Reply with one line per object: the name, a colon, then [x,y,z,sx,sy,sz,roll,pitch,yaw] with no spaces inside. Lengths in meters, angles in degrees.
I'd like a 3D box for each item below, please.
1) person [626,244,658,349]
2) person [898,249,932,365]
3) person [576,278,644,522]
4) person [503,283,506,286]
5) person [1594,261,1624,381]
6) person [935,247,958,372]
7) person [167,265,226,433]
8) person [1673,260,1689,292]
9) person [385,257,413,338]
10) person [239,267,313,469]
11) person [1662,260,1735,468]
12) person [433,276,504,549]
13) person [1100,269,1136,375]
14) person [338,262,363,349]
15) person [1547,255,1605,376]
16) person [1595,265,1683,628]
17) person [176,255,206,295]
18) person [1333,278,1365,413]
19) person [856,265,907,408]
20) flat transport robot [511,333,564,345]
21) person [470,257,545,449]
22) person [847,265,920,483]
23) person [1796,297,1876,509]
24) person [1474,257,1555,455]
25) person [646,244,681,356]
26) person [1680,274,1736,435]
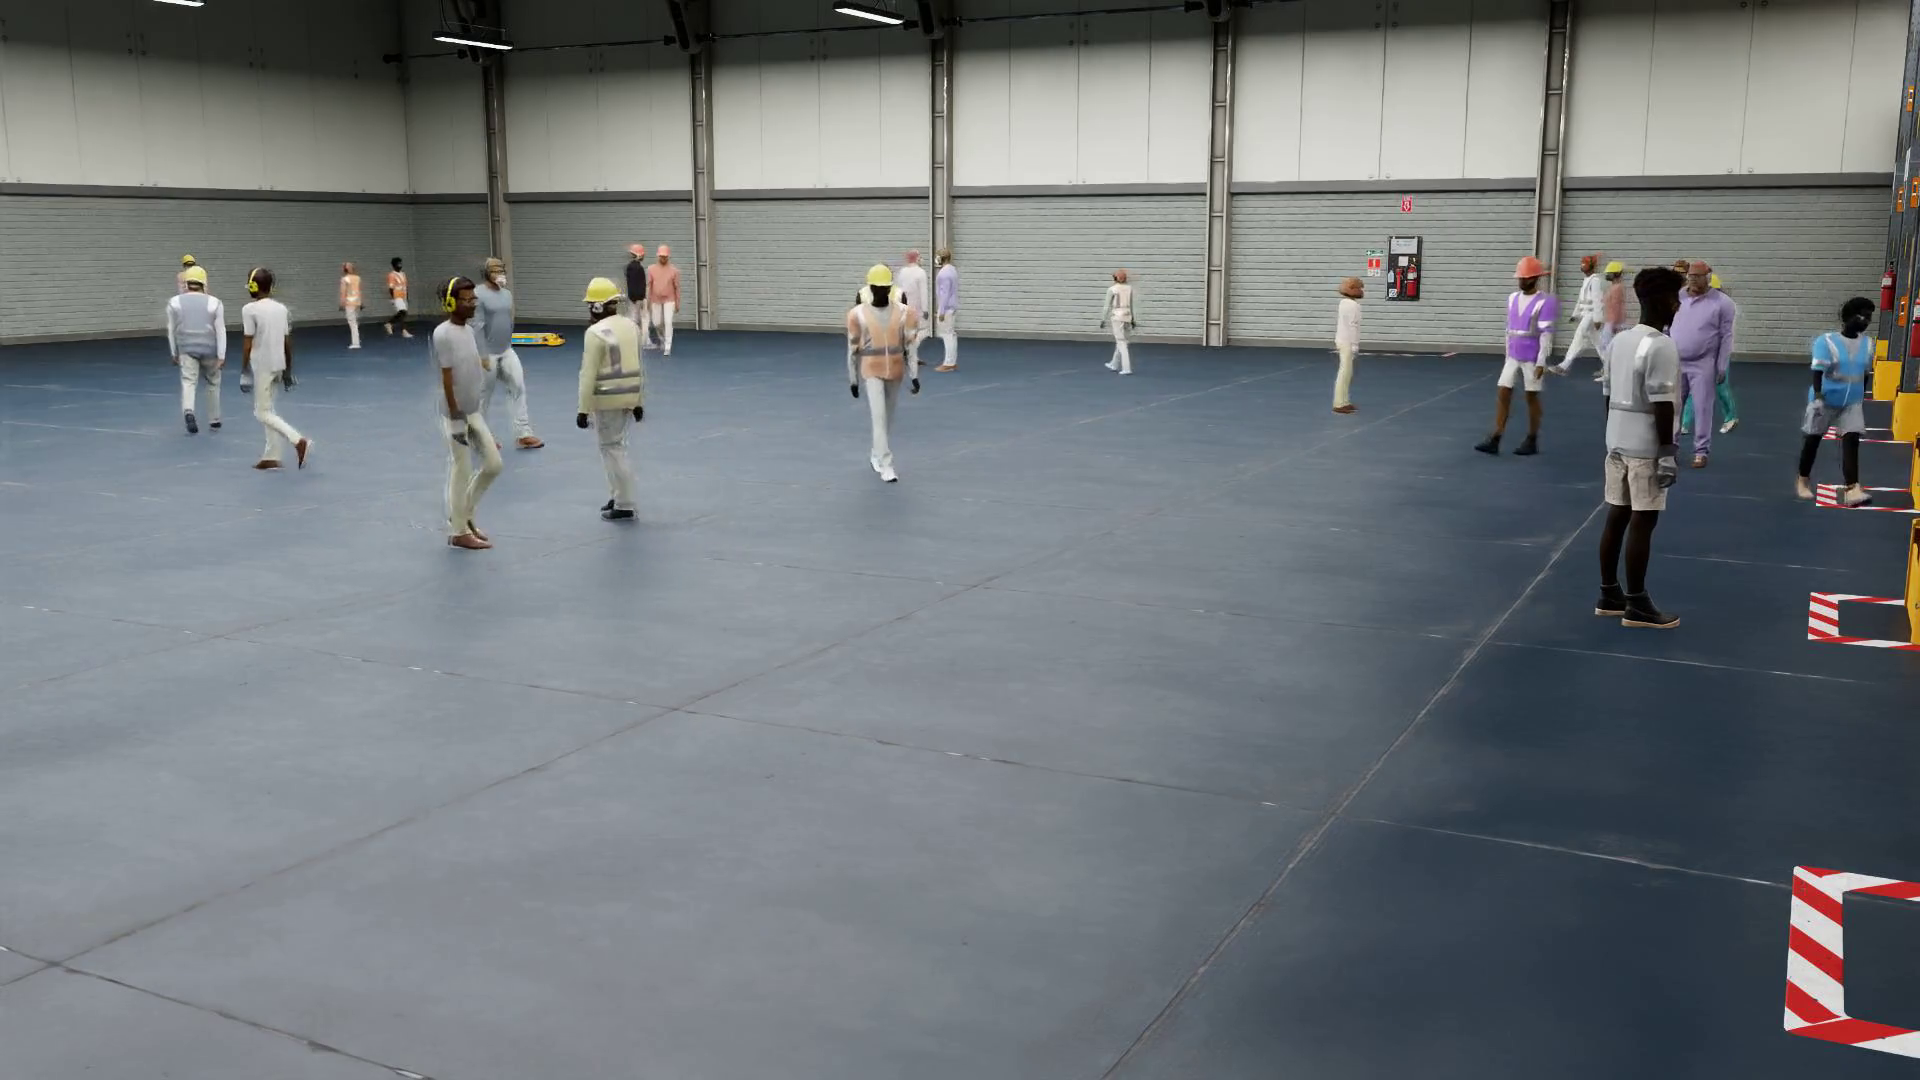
person: [-6.110,-4.557,31.176,0.802,1.968,0.622,-8,13,-36]
person: [-0.720,-3.792,27.194,0.427,1.895,0.667,-8,13,-38]
person: [-2.644,-1.034,12.375,0.545,1.810,0.617,4,11,21]
person: [-7.073,-3.291,25.259,0.747,1.610,0.503,3,11,17]
person: [9.491,-3.160,24.144,0.412,1.754,0.532,4,11,21]
person: [-0.214,-3.610,26.101,0.355,1.936,0.635,2,11,12]
person: [-8.237,-2.051,17.958,0.589,1.815,0.791,-3,11,-14]
person: [8.437,-2.365,19.567,0.517,1.842,0.326,9,14,41]
person: [-11.748,-5.060,34.692,0.641,1.680,0.538,2,11,12]
person: [-6.179,-1.518,14.973,0.722,1.844,0.528,3,11,18]
person: [6.744,-1.621,15.342,0.651,1.906,0.403,9,14,42]
person: [-3.330,-0.840,11.222,0.381,1.856,0.527,3,11,15]
person: [2.413,-3.355,25.616,0.526,1.599,0.825,-7,13,-35]
person: [-11.511,-4.416,31.327,0.454,1.620,0.546,3,11,18]
person: [9.489,-3.385,25.184,1.005,1.830,0.594,2,11,13]
person: [3.742,-0.511,9.119,0.368,1.967,0.600,-1,10,-6]
person: [-14.321,-4.424,31.009,0.311,1.768,0.531,9,14,40]
person: [4.710,-2.326,19.997,0.519,1.611,0.518,-1,10,-7]
person: [-0.924,-2.367,19.760,0.639,1.784,0.979,-1,10,-6]
flat transport robot: [-8.414,-3.881,32.126,1.431,0.197,0.652,-1,10,-6]
person: [-4.512,-1.818,16.421,0.888,1.904,0.641,6,12,31]
person: [-0.693,-1.480,14.673,0.584,1.882,1.010,-4,11,-19]
person: [6.937,-1.084,13.102,0.541,1.636,0.902,0,10,1]
person: [5.358,-1.747,15.989,0.764,1.913,0.573,-7,12,-33]
person: [-5.268,-4.274,29.603,0.621,1.971,0.661,0,10,-1]
person: [8.043,-1.986,17.820,0.890,1.725,0.525,-7,13,-34]
